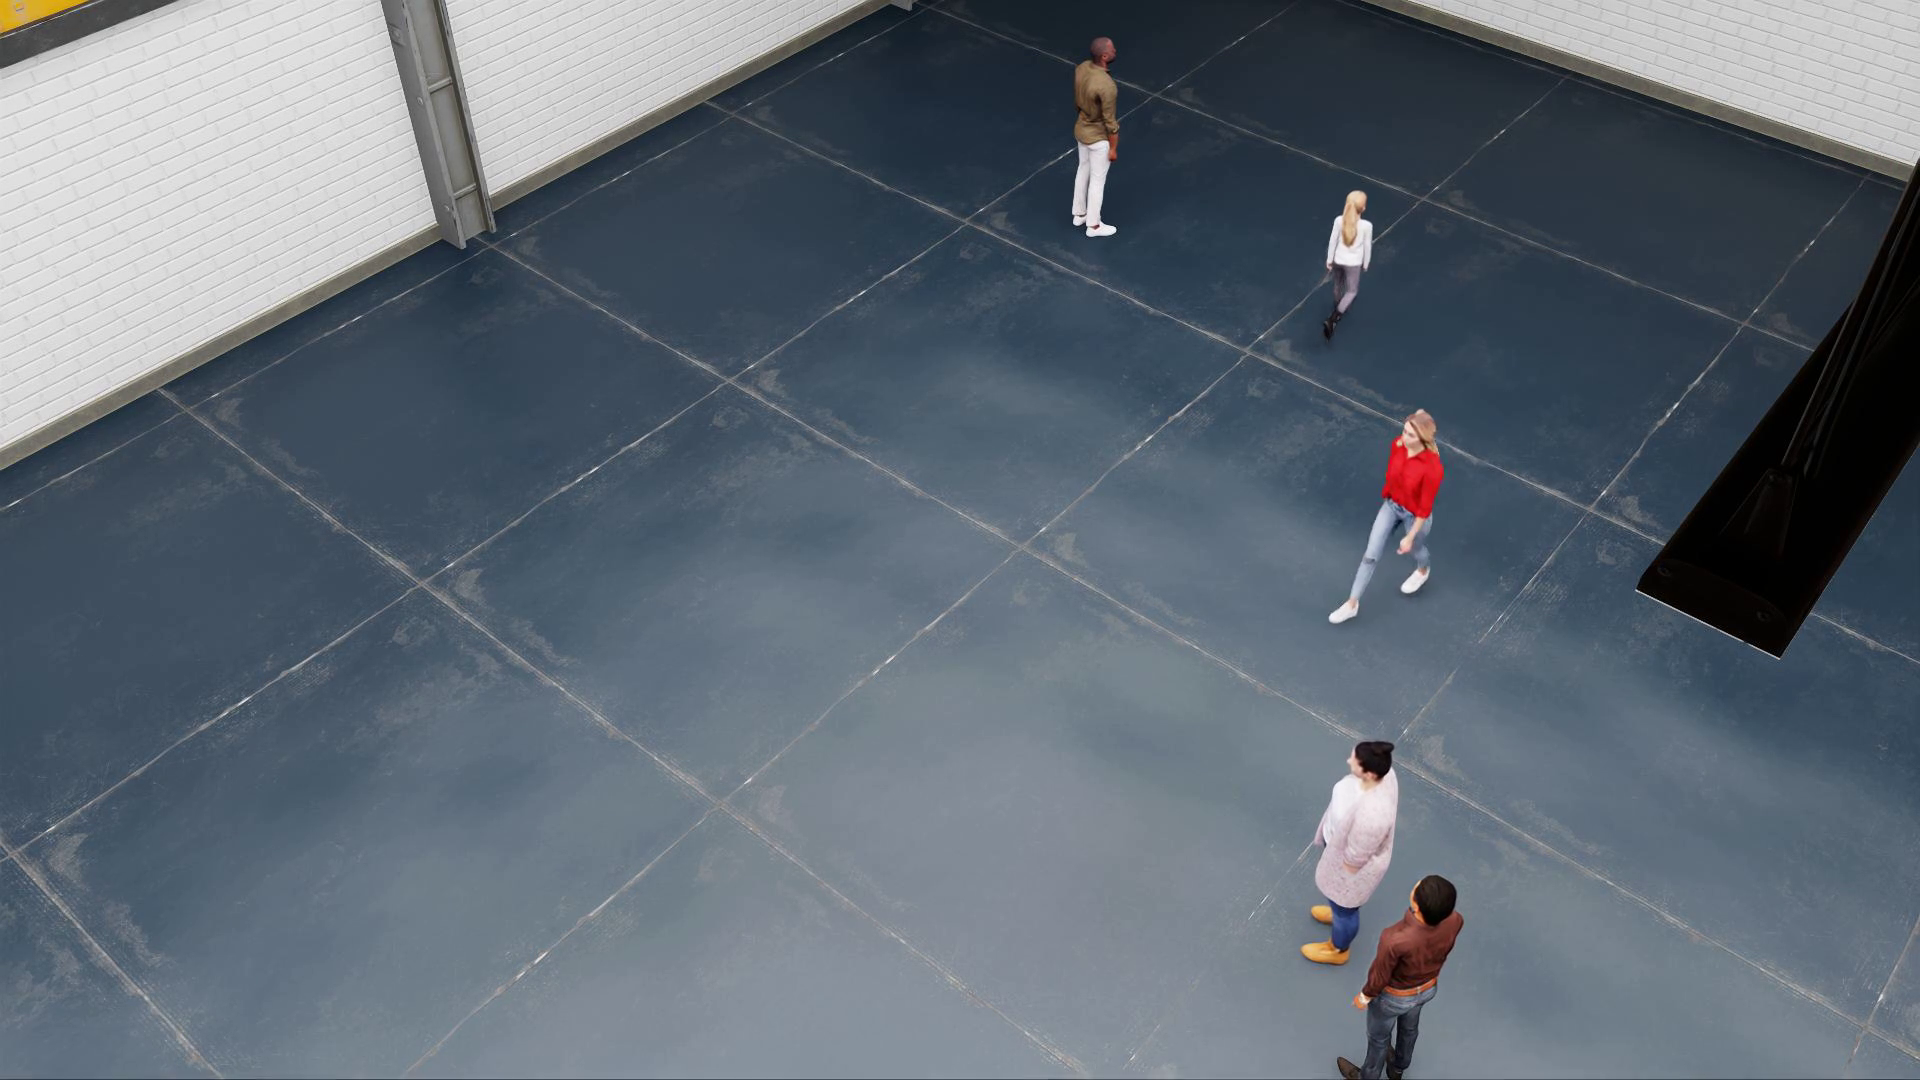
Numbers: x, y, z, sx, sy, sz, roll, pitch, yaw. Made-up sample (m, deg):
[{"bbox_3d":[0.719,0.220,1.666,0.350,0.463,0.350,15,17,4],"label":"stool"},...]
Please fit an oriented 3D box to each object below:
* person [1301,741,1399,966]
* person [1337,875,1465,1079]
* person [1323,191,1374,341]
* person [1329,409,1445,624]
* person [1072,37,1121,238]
[{"bbox_3d":[2.154,1.666,8.988,0.838,1.743,0.717,11,45,11],"label":"person"},{"bbox_3d":[2.233,2.245,8.352,0.620,1.782,0.774,-18,46,-18],"label":"person"},{"bbox_3d":[3.109,-2.212,13.404,0.527,1.266,0.821,25,49,24],"label":"person"},{"bbox_3d":[3.006,-0.177,10.984,1.164,1.658,0.787,-28,50,-26],"label":"person"},{"bbox_3d":[1.163,-3.475,14.325,0.732,1.825,0.795,-20,47,-20],"label":"person"}]
